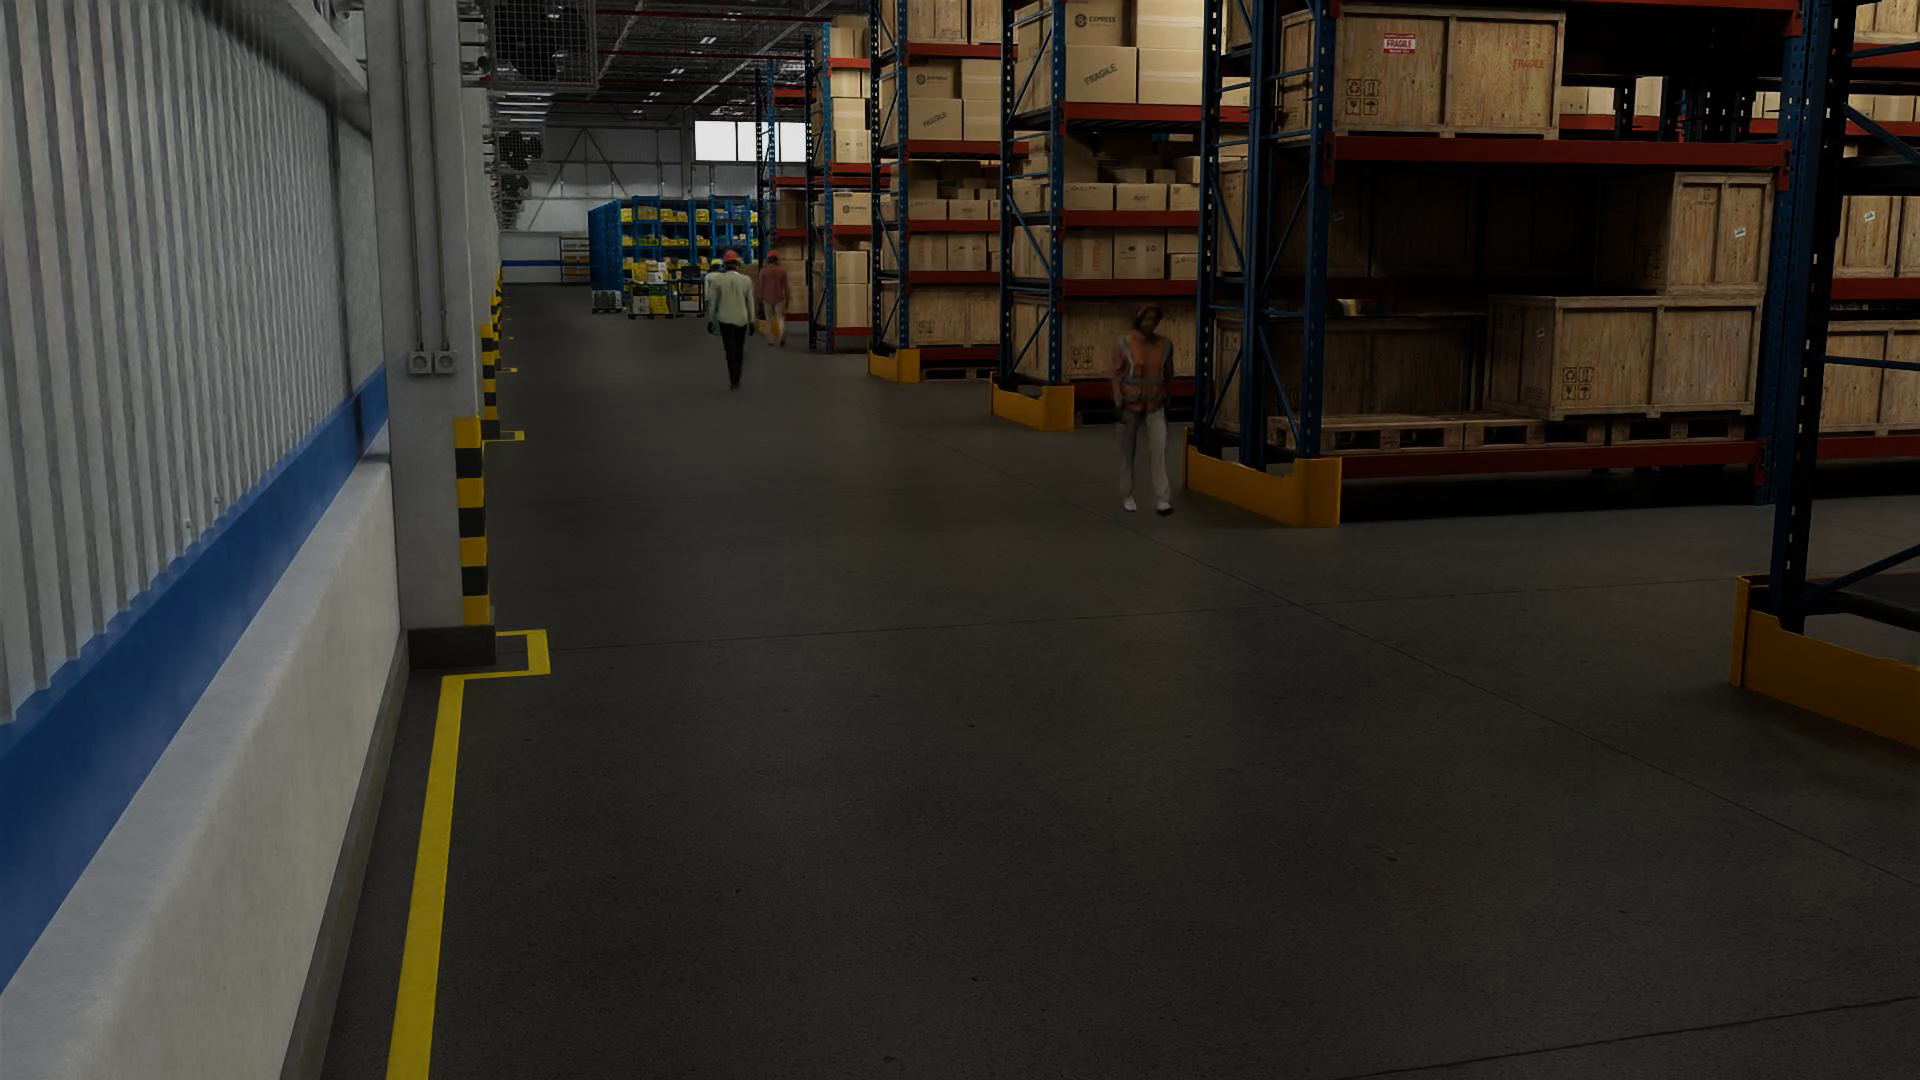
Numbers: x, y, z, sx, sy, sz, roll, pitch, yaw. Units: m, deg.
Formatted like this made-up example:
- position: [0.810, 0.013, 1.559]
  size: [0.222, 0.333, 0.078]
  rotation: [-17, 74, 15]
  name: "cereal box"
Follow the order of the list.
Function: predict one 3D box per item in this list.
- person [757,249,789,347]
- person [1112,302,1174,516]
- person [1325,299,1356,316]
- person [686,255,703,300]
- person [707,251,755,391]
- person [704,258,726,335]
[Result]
- position: [-3.725, -4.825, 33.280]
  size: [0.618, 1.974, 0.588]
  rotation: [-3, 11, -19]
  name: "person"
- position: [1.386, -0.966, 12.467]
  size: [0.508, 1.597, 0.837]
  rotation: [-1, 10, -8]
  name: "person"
- position: [4.142, -2.083, 18.225]
  size: [0.466, 1.803, 0.680]
  rotation: [5, 11, 28]
  name: "person"
- position: [-9.793, -9.653, 61.070]
  size: [0.909, 1.800, 0.586]
  rotation: [-4, 11, -19]
  name: "person"
- position: [-3.257, -3.102, 23.558]
  size: [0.634, 1.941, 1.002]
  rotation: [-4, 11, -21]
  name: "person"
- position: [-5.585, -5.567, 38.056]
  size: [0.544, 1.754, 0.364]
  rotation: [-3, 10, -16]
  name: "person"
